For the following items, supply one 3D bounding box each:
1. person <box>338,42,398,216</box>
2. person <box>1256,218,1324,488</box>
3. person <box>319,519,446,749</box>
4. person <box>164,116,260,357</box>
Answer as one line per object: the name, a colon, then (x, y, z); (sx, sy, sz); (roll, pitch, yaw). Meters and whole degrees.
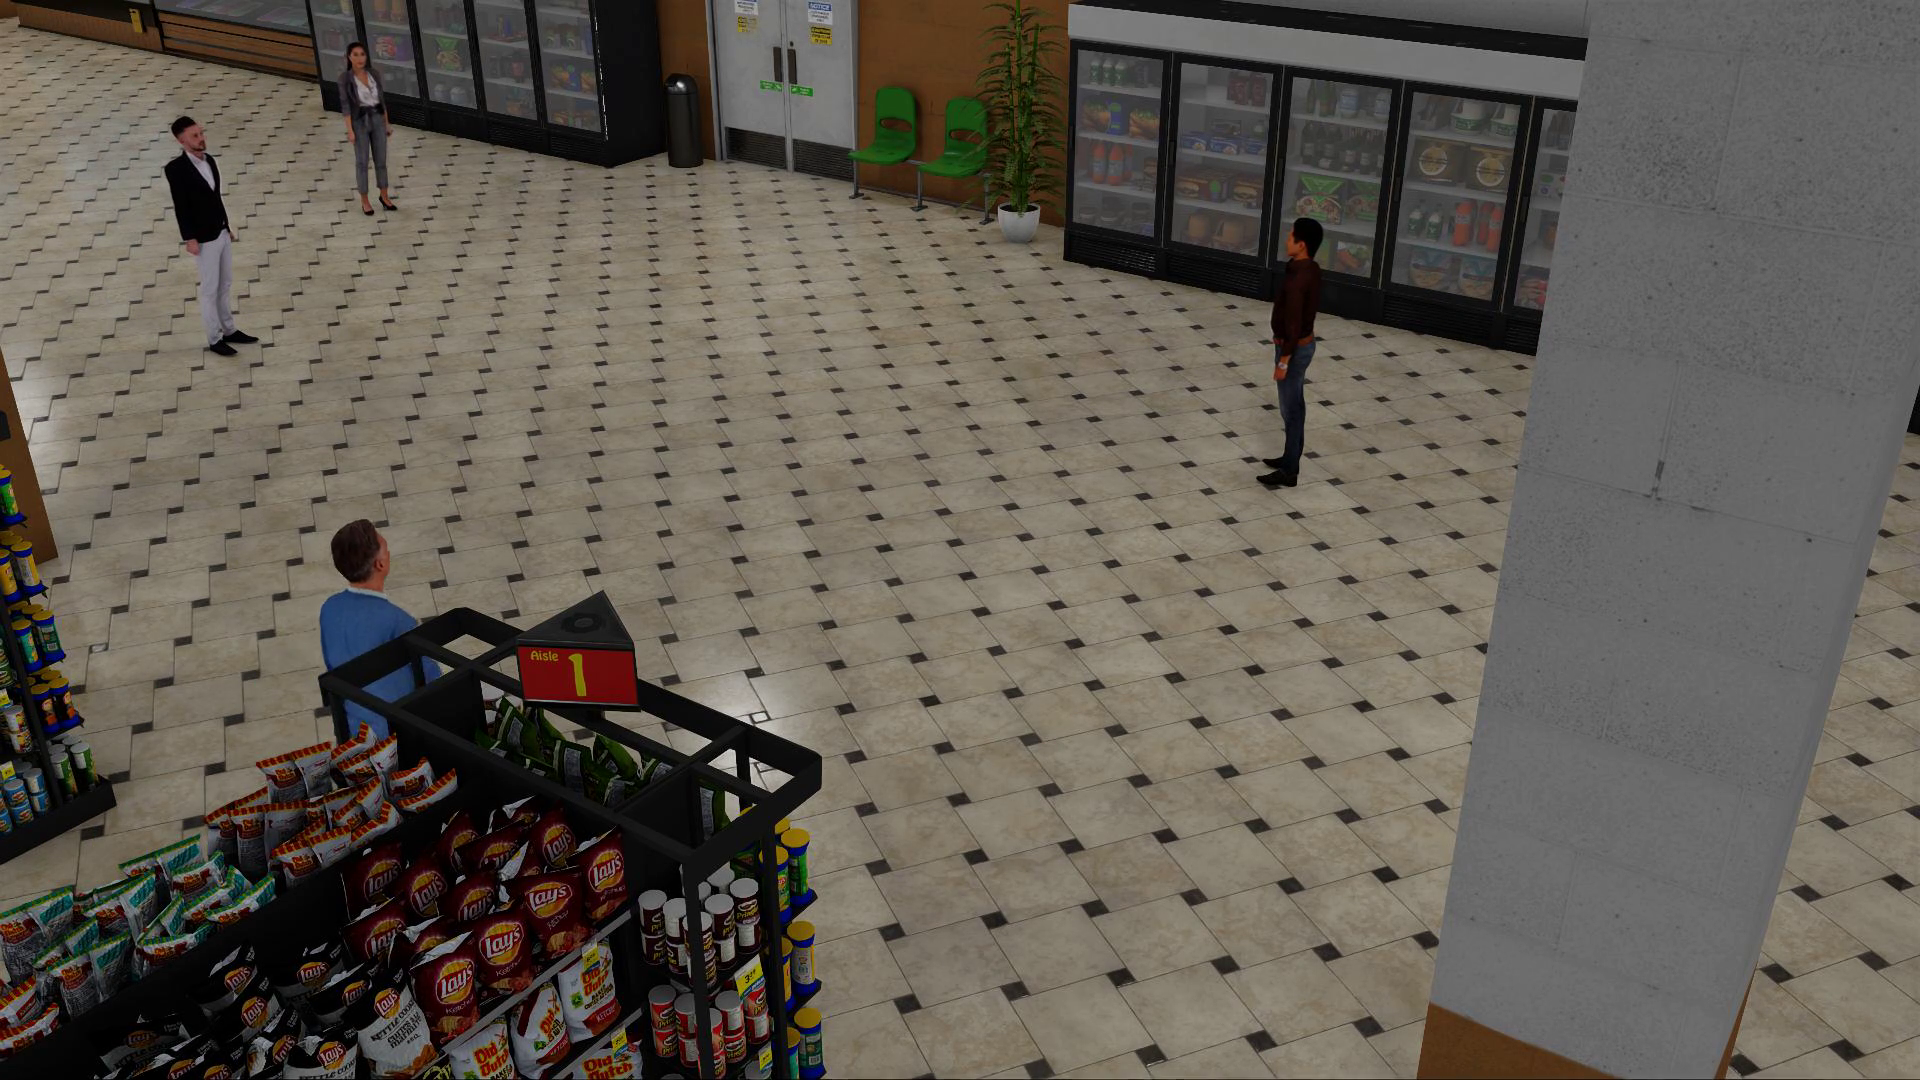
person: (-5.894, -4.099, 16.551); (0.713, 1.677, 0.556); (23, 35, 38)
person: (2.167, -1.211, 10.740); (0.756, 1.782, 0.558); (9, 28, 18)
person: (-2.364, 0.816, 6.752); (0.684, 1.774, 1.152); (16, 31, 28)
person: (-5.880, -2.382, 12.981); (0.790, 1.844, 0.633); (6, 27, 12)
